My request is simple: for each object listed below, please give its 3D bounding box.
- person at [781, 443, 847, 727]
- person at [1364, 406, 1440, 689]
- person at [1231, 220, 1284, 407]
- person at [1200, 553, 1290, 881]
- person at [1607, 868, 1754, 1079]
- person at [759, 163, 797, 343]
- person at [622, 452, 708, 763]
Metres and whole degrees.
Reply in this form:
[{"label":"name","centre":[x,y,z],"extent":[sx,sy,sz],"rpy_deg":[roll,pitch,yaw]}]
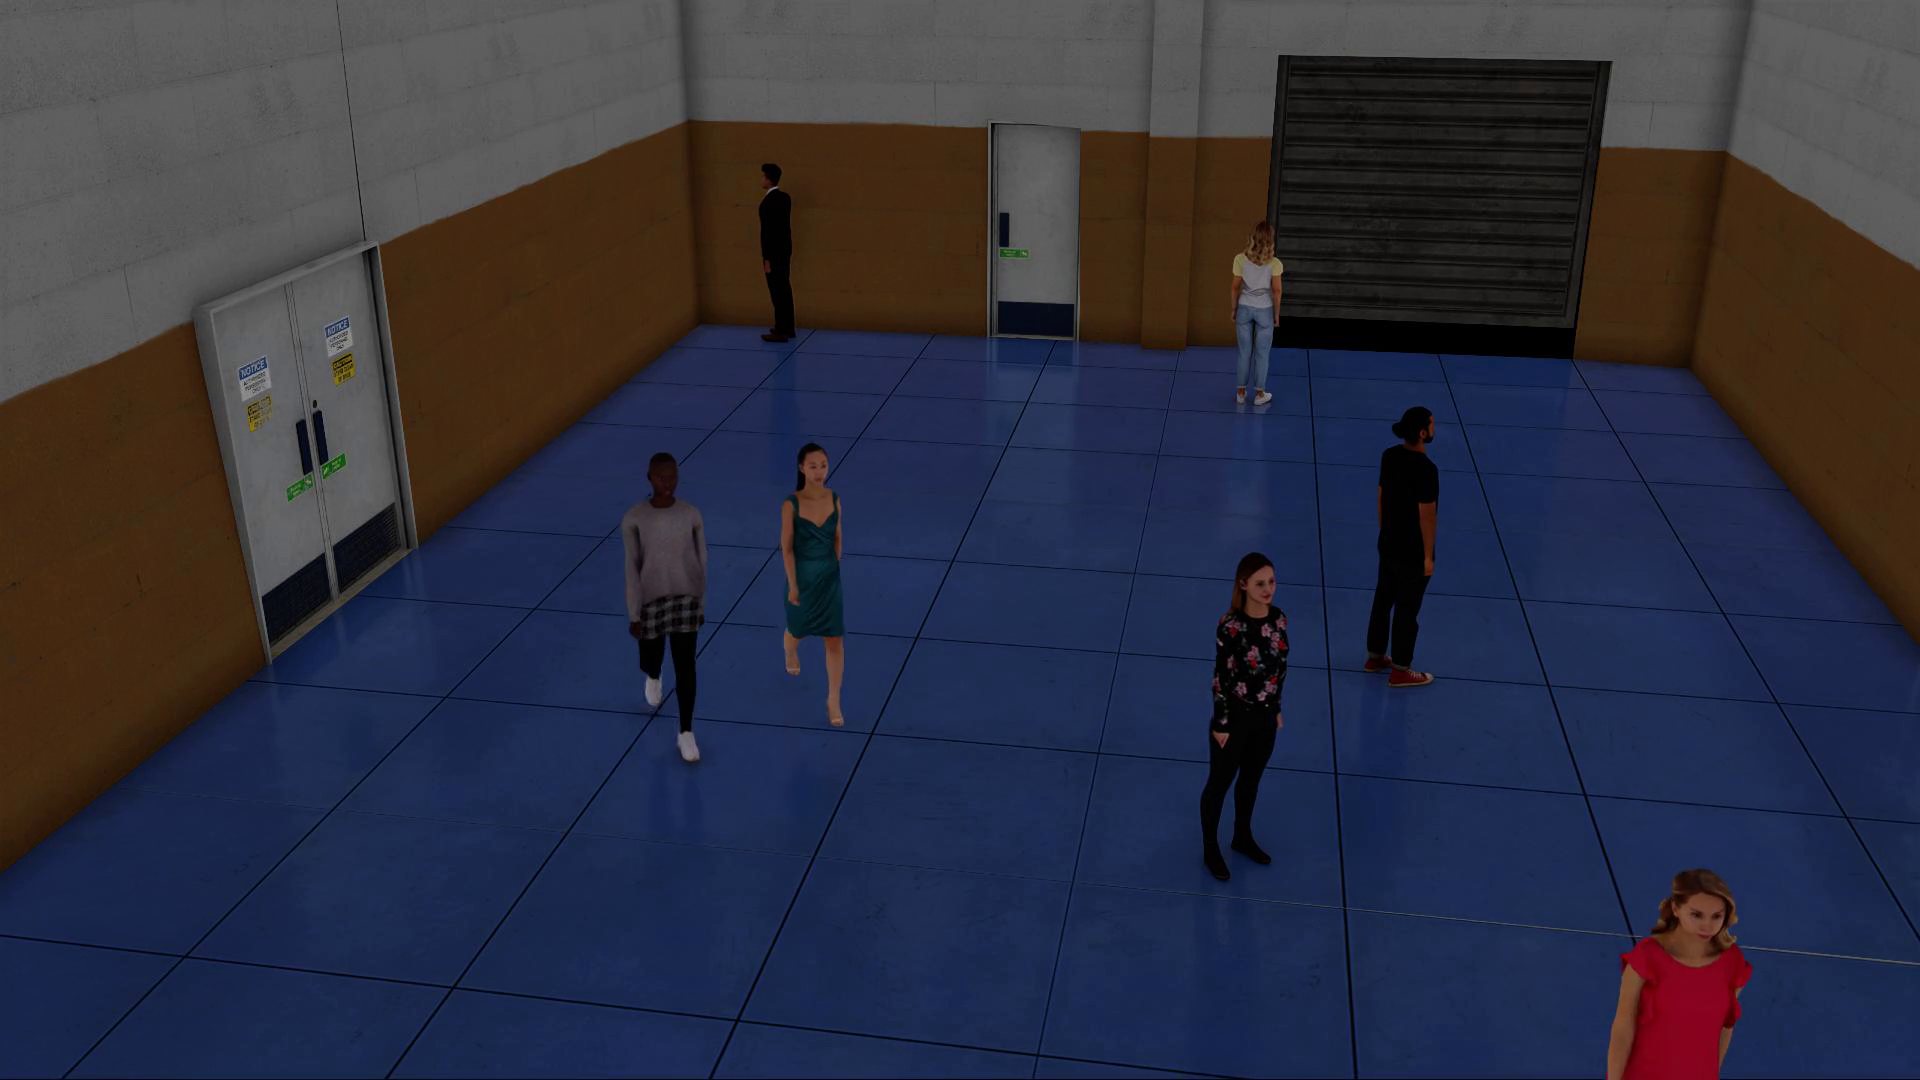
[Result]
[{"label":"person","centre":[-0.893,0.239,9.735],"extent":[1.008,1.658,0.944],"rpy_deg":[-9,23,-21]},{"label":"person","centre":[2.703,0.035,10.107],"extent":[0.754,1.758,0.727],"rpy_deg":[-9,24,-22]},{"label":"person","centre":[2.752,-2.114,15.485],"extent":[0.557,1.722,0.737],"rpy_deg":[9,24,22]},{"label":"person","centre":[1.398,0.848,8.186],"extent":[0.631,1.683,0.707],"rpy_deg":[-12,25,-27]},{"label":"person","centre":[2.394,1.821,5.723],"extent":[0.570,1.713,0.632],"rpy_deg":[4,22,9]},{"label":"person","centre":[-1.926,-3.050,17.623],"extent":[0.614,1.879,0.720],"rpy_deg":[8,23,19]},{"label":"person","centre":[-1.670,0.339,9.357],"extent":[1.058,1.754,0.976],"rpy_deg":[-7,23,-16]}]
